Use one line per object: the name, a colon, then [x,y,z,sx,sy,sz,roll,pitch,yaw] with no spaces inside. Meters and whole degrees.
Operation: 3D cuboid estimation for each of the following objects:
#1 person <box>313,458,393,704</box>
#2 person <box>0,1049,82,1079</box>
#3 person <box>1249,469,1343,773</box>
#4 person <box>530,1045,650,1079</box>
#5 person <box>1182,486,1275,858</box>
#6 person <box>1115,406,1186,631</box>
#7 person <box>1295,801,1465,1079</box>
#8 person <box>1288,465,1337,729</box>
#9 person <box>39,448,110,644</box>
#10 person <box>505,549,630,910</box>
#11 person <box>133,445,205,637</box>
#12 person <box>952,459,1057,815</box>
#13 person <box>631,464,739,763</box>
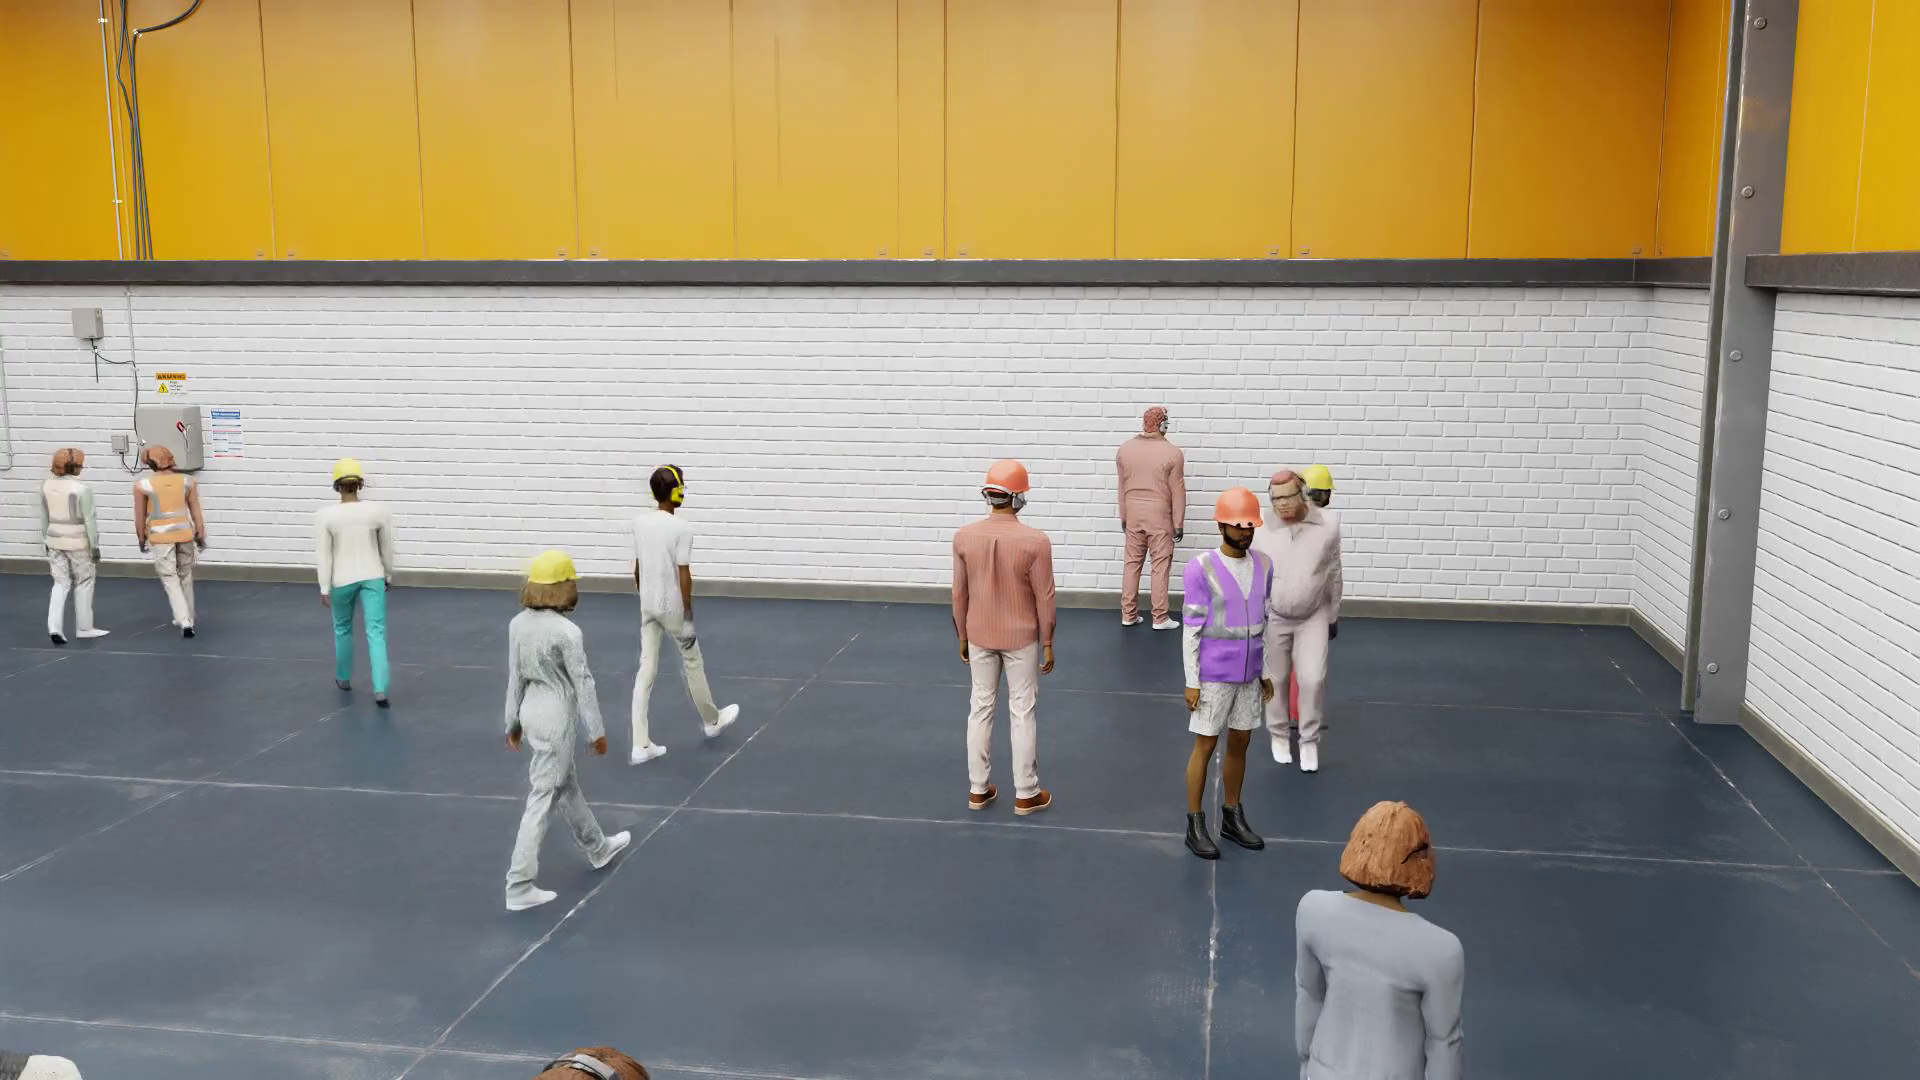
person: [-4.263,0.285,11.745,0.527,1.723,0.912,-5,10,-26]
person: [-1.962,1.603,3.251,0.548,1.828,0.408,-6,11,-34]
person: [1.988,0.481,10.069,0.665,1.863,0.698,1,9,4]
person: [-0.575,1.690,2.695,0.632,1.840,0.429,1,9,6]
person: [1.411,0.680,8.621,0.552,1.935,0.373,-5,10,-28]
person: [1.632,-0.184,14.074,0.641,1.900,0.404,6,11,34]
person: [1.120,1.502,4.517,0.495,1.625,0.279,8,12,41]
person: [2.318,0.373,11.077,0.349,1.758,0.521,-2,9,-12]
person: [-7.257,0.053,13.518,0.573,1.606,0.559,2,9,11]
person: [-1.923,0.886,8.100,0.497,1.695,0.872,8,12,41]
person: [-6.539,0.001,13.826,0.709,1.603,0.510,7,12,39]
person: [0.253,0.541,9.299,0.612,1.995,0.382,4,10,23]
person: [-1.790,0.433,10.481,0.555,1.822,0.941,5,11,29]
